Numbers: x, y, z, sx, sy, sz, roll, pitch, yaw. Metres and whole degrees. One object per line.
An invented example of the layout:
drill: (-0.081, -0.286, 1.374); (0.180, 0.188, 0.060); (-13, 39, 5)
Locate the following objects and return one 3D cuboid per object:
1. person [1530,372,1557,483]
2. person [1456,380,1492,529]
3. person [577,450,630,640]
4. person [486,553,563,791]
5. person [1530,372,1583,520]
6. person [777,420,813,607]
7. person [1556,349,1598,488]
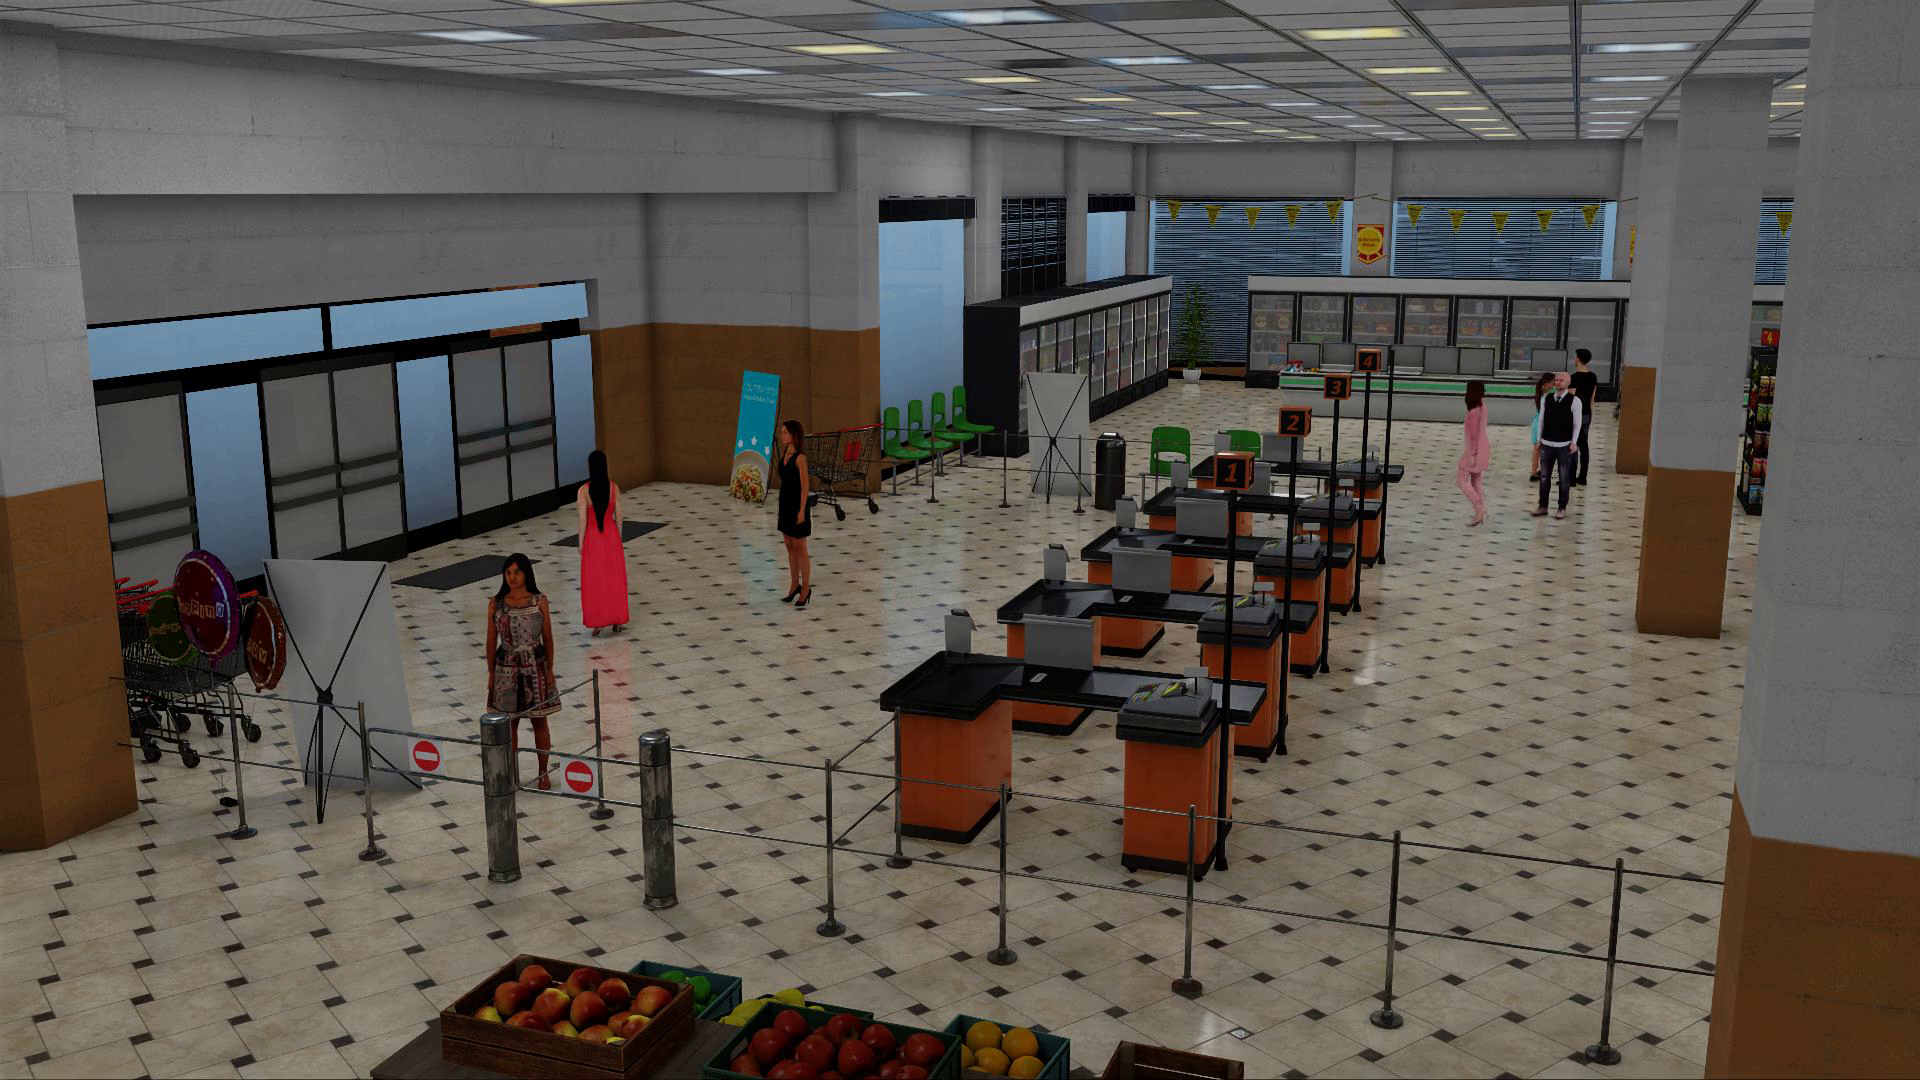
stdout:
person: (8.118, -1.574, 23.265); (0.731, 1.546, 0.672); (-5, 13, -22)
person: (6.311, -1.014, 20.028); (0.738, 1.786, 0.706); (9, 15, 38)
person: (-3.277, 0.035, 15.192); (0.716, 1.725, 0.750); (-8, 14, -33)
person: (-2.978, 0.906, 11.325); (0.643, 1.615, 0.784); (-2, 12, -8)
person: (7.461, -1.189, 20.767); (0.678, 1.823, 0.830); (11, 16, 41)
person: (-1.627, -0.262, 16.339); (0.725, 1.834, 0.630); (-9, 15, -36)
person: (8.563, -1.696, 22.997); (0.754, 1.897, 0.806); (-6, 13, -26)
